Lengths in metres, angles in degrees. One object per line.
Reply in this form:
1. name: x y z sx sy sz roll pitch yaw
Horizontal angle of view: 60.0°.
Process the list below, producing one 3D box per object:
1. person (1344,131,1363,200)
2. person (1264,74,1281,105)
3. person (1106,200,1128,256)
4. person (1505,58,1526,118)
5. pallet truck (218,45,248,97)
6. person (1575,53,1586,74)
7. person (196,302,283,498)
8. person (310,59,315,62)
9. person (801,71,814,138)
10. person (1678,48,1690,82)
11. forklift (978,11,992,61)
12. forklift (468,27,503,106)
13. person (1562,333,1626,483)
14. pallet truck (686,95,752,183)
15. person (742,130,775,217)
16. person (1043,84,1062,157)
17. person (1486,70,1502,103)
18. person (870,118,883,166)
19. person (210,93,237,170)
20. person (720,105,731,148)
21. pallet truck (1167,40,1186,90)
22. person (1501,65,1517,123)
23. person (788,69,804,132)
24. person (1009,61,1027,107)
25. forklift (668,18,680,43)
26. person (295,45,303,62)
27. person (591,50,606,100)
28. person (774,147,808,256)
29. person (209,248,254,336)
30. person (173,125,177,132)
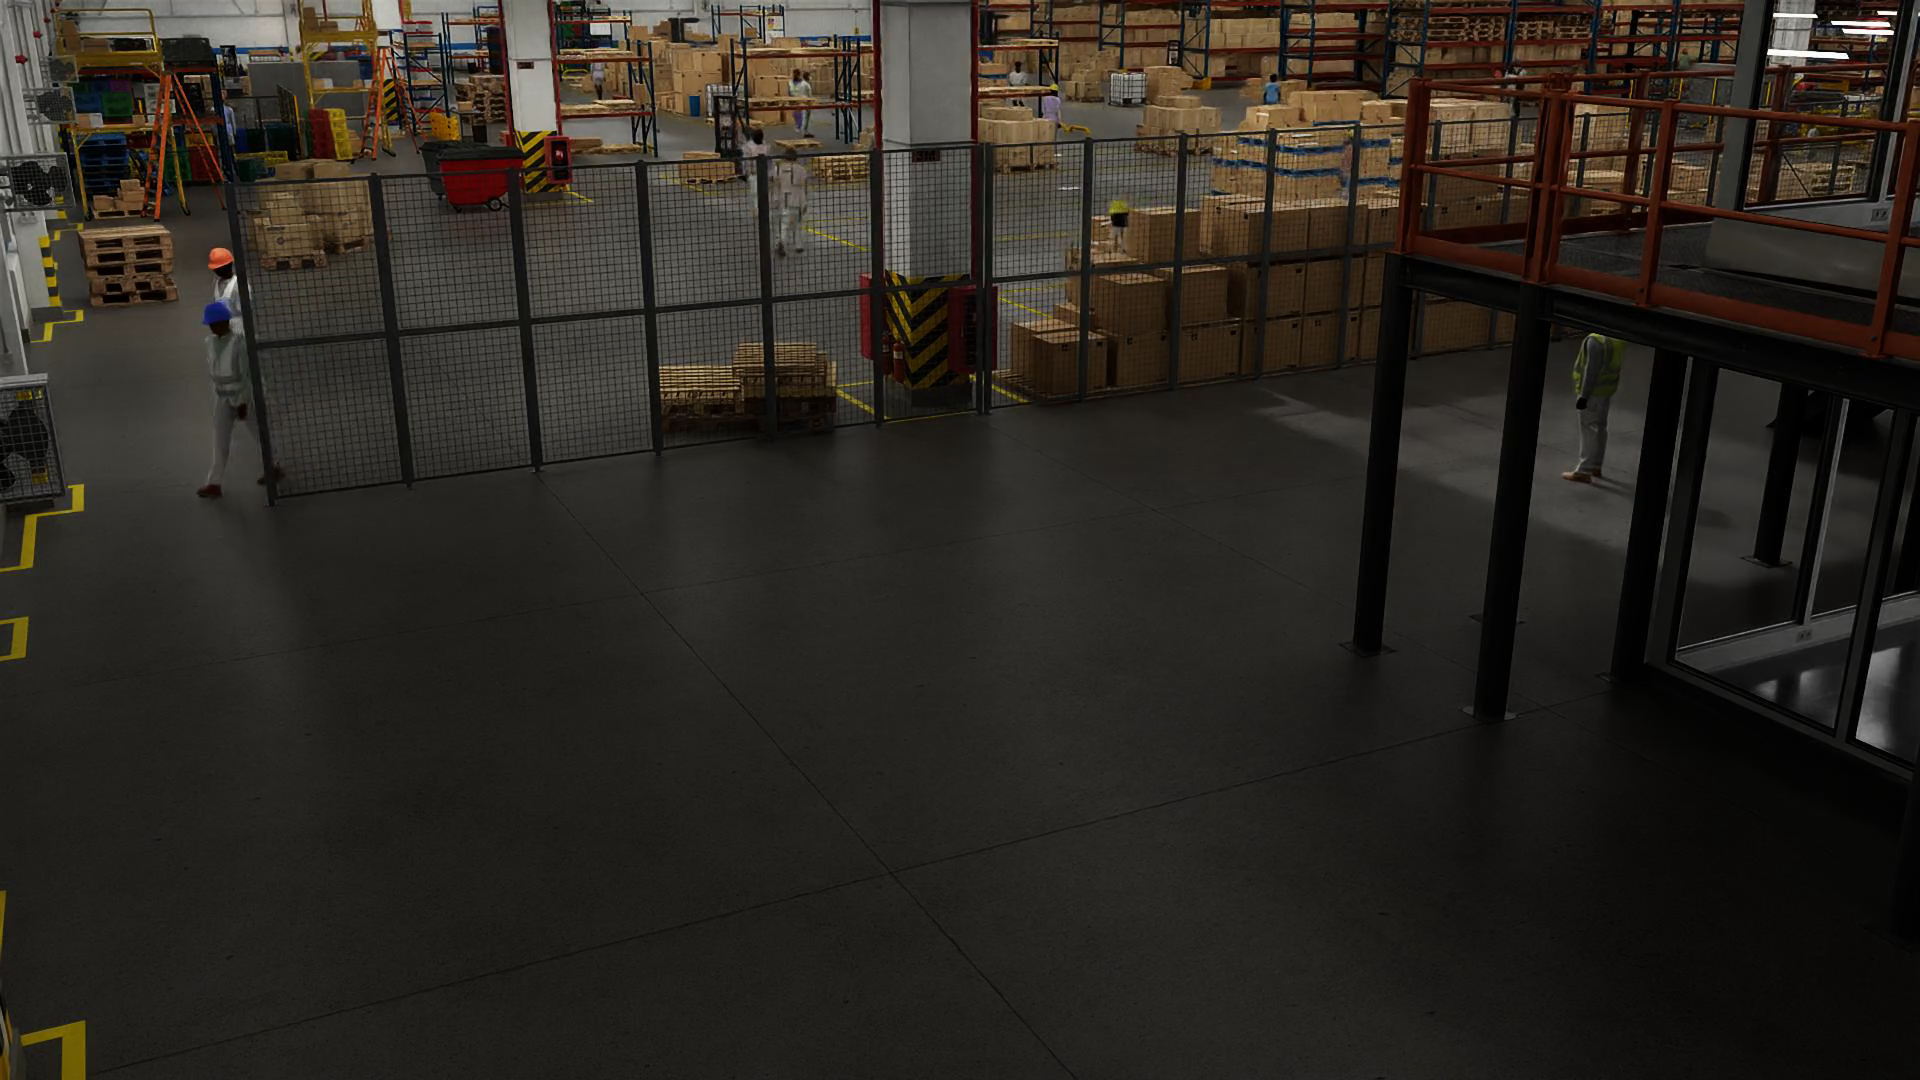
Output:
1. person: 8.103 -7.604 34.404 0.478 1.750 0.544 -6 20 -17
2. person: 10.019 -14.092 53.374 0.535 1.650 0.889 11 22 28
3. person: 2.249 -3.736 22.957 0.525 1.910 0.620 -11 22 -30
4. person: 18.587 -15.140 55.826 0.684 2.000 0.535 2 19 4
5. pallet truck: -28.879 -18.665 66.111 0.823 1.965 1.885 -3 19 -9
6. person: 24.707 -18.513 66.128 0.535 1.692 0.322 14 23 35
7. person: -7.055 -1.370 16.141 0.596 1.896 0.986 6 20 17
8. person: -22.170 -15.516 57.116 0.704 1.910 0.699 9 21 25
9. person: -4.608 -13.114 50.106 0.368 1.940 0.632 -1 19 -3
10. person: 31.193 -20.382 71.660 0.504 1.614 0.579 0 19 1
11. forklift: 1.263 -25.154 83.586 1.873 2.768 1.129 -9 21 -25
12. forklift: -17.087 -17.398 61.104 1.873 2.768 1.129 -9 21 -25
13. person: 6.312 -1.490 16.558 0.429 1.842 0.637 17 25 40
14. pallet truck: -5.836 -9.608 39.856 0.823 1.965 1.885 10 22 27
15. person: -4.042 -7.388 33.714 0.630 1.791 0.984 -8 21 -23
16. person: 2.511 -11.388 45.121 0.388 1.926 0.590 -18 26 -42
17. person: 16.562 -13.627 51.645 0.576 1.907 0.595 -8 21 -22
18. person: -1.772 -8.643 37.506 0.508 1.704 0.871 3 19 8
19. person: -18.573 -10.310 41.982 0.553 1.935 0.362 -10 21 -26
20. person: -5.823 -9.956 41.339 0.437 1.678 0.547 -14 23 -34
21. pallet truck: 9.045 -19.971 69.895 0.823 1.965 1.885 -3 19 -8
22. person: 18.063 -14.686 54.818 0.540 1.842 0.761 -3 19 -8
23. person: -5.081 -13.701 51.848 0.613 1.908 0.440 6 20 18
24. person: 1.952 -15.075 55.790 0.614 1.941 0.804 3 19 8
25. forklift: -12.289 -21.119 71.891 1.873 2.768 1.129 -4 19 -11
26. person: -27.082 -19.428 68.534 0.706 1.865 0.595 3 19 8
27. person: -13.844 -17.752 63.598 0.591 1.905 0.418 -6 20 -17
28. person: -3.017 -6.005 29.547 0.635 1.916 0.855 5 20 14
29. person: -8.309 -2.383 19.017 0.543 1.928 0.374 9 21 25
30. person: -24.590 -13.466 51.593 0.515 1.634 0.313 13 23 33
